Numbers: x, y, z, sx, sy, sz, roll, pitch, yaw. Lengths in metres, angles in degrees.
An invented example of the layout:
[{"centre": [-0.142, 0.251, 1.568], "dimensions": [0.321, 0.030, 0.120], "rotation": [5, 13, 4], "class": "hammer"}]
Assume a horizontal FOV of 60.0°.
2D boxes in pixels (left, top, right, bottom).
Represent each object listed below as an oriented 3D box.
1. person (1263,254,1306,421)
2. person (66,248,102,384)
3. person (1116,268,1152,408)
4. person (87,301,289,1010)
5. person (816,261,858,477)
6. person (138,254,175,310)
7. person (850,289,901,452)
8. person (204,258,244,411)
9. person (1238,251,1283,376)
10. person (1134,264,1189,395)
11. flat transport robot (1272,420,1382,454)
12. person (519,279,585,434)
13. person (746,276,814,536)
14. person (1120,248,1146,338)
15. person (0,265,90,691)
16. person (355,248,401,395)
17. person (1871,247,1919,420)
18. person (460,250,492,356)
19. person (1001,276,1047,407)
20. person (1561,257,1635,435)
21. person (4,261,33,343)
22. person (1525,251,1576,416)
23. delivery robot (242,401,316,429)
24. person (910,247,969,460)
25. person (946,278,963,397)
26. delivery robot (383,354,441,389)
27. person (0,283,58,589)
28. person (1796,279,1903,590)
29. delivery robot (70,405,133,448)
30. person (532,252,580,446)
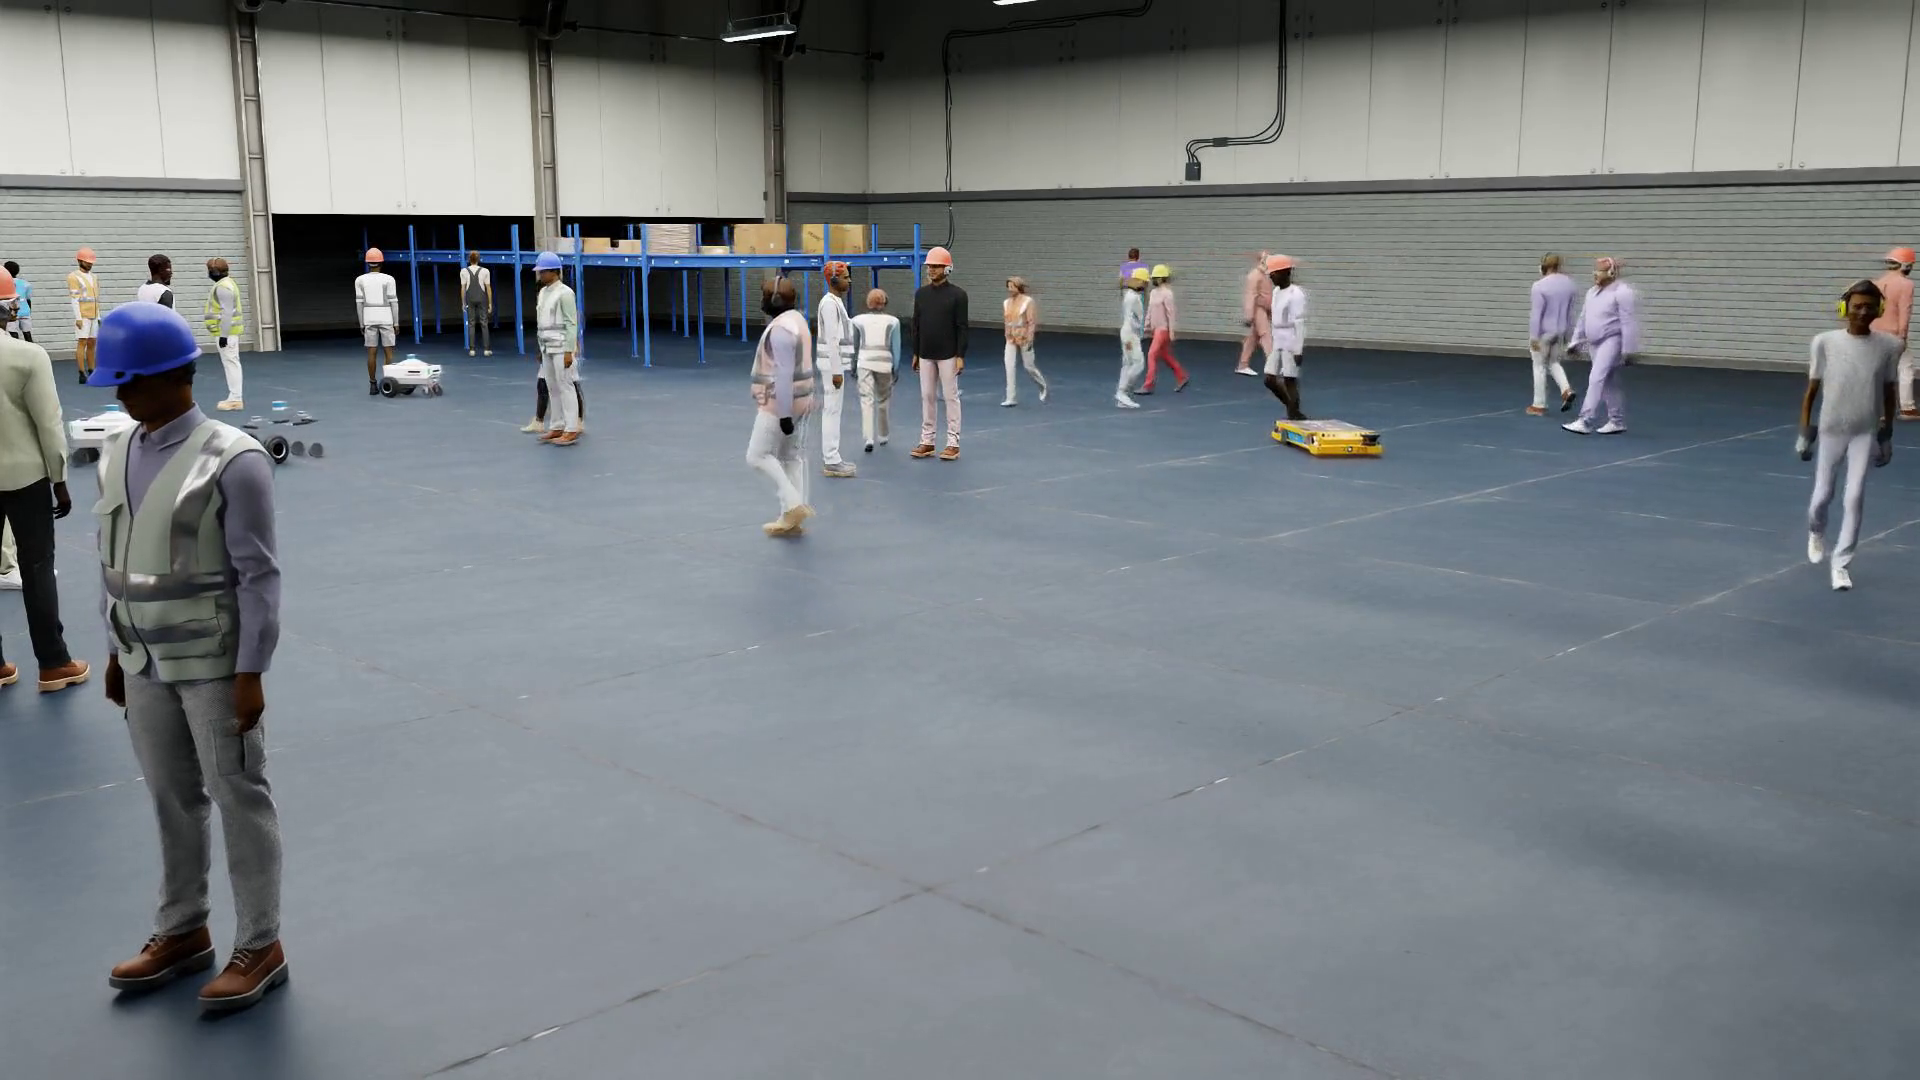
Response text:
[{"centre": [3.392, -2.022, 17.401], "dimensions": [0.447, 1.912, 0.657], "rotation": [-3, 11, -17], "class": "person"}, {"centre": [-12.530, -3.224, 23.921], "dimensions": [0.384, 1.927, 0.543], "rotation": [1, 10, 7], "class": "person"}, {"centre": [2.124, -2.471, 20.398], "dimensions": [0.441, 1.715, 0.544], "rotation": [3, 11, 14], "class": "person"}, {"centre": [-2.130, 0.319, 4.567], "dimensions": [0.602, 1.938, 0.403], "rotation": [5, 11, 24], "class": "person"}, {"centre": [-1.098, -1.524, 14.769], "dimensions": [0.355, 1.883, 0.574], "rotation": [-1, 10, -5], "class": "person"}, {"centre": [-8.437, -2.044, 17.536], "dimensions": [0.589, 1.913, 0.377], "rotation": [9, 13, 39], "class": "person"}, {"centre": [-0.850, -1.692, 16.508], "dimensions": [0.521, 1.590, 0.901], "rotation": [0, 10, 1], "class": "person"}, {"centre": [-8.967, -2.512, 20.281], "dimensions": [0.430, 1.840, 0.625], "rotation": [-3, 11, -18], "class": "person"}, {"centre": [4.611, -3.379, 24.926], "dimensions": [0.977, 1.856, 0.667], "rotation": [6, 12, 28], "class": "person"}, {"centre": [2.737, -2.832, 22.314], "dimensions": [0.863, 1.727, 0.523], "rotation": [-4, 11, -19], "class": "person"}, {"centre": [3.657, -1.043, 16.662], "dimensions": [0.652, 0.197, 1.431], "rotation": [-1, 10, -7], "class": "flat transport robot"}, {"centre": [-4.316, -1.920, 17.505], "dimensions": [0.778, 1.652, 0.555], "rotation": [-9, 14, -40], "class": "person"}, {"centre": [-1.262, -0.933, 11.690], "dimensions": [0.452, 1.825, 0.638], "rotation": [2, 11, 10], "class": "person"}, {"centre": [3.520, -5.014, 33.895], "dimensions": [0.563, 1.847, 0.392], "rotation": [5, 11, 25], "class": "person"}, {"centre": [-4.434, -0.286, 7.713], "dimensions": [0.608, 1.995, 0.377], "rotation": [-1, 10, -3], "class": "person"}, {"centre": [-7.764, -2.921, 22.225], "dimensions": [0.543, 1.943, 0.348], "rotation": [-1, 10, -3], "class": "person"}, {"centre": [10.770, -2.348, 19.020], "dimensions": [0.836, 1.964, 0.653], "rotation": [-2, 11, -9], "class": "person"}, {"centre": [-8.519, -4.173, 29.315], "dimensions": [0.515, 1.843, 0.326], "rotation": [-2, 11, -11], "class": "person"}, {"centre": [0.783, -2.484, 20.735], "dimensions": [0.518, 1.609, 0.706], "rotation": [8, 13, 36], "class": "person"}, {"centre": [6.743, -2.044, 17.651], "dimensions": [0.939, 1.870, 0.660], "rotation": [-2, 11, -11], "class": "person"}, {"centre": [-15.098, -3.604, 26.612], "dimensions": [0.319, 1.699, 0.532], "rotation": [5, 12, 27], "class": "person"}, {"centre": [6.936, -2.408, 19.477], "dimensions": [0.645, 1.922, 0.535], "rotation": [-5, 12, -26], "class": "person"}, {"centre": [-6.467, -1.202, 15.787], "dimensions": [0.335, 0.223, 0.698], "rotation": [6, 12, 29], "class": "delivery robot"}, {"centre": [-0.204, -1.772, 15.808], "dimensions": [0.612, 1.997, 0.375], "rotation": [6, 12, 32], "class": "person"}, {"centre": [-0.253, -2.523, 20.975], "dimensions": [0.532, 1.595, 0.840], "rotation": [4, 11, 22], "class": "person"}, {"centre": [-7.253, -2.215, 22.021], "dimensions": [0.707, 0.478, 0.477], "rotation": [2, 11, 12], "class": "delivery robot"}, {"centre": [-5.744, -0.652, 10.052], "dimensions": [0.321, 1.871, 0.532], "rotation": [-3, 11, -16], "class": "person"}, {"centre": [5.419, -0.665, 10.172], "dimensions": [0.530, 1.854, 0.712], "rotation": [4, 11, 22], "class": "person"}, {"centre": [-7.875, -1.018, 15.492], "dimensions": [0.707, 0.478, 0.477], "rotation": [-1, 11, -7], "class": "delivery robot"}, {"centre": [-4.105, -1.940, 16.865], "dimensions": [0.409, 1.943, 0.615], "rotation": [-9, 14, -41], "class": "person"}]
